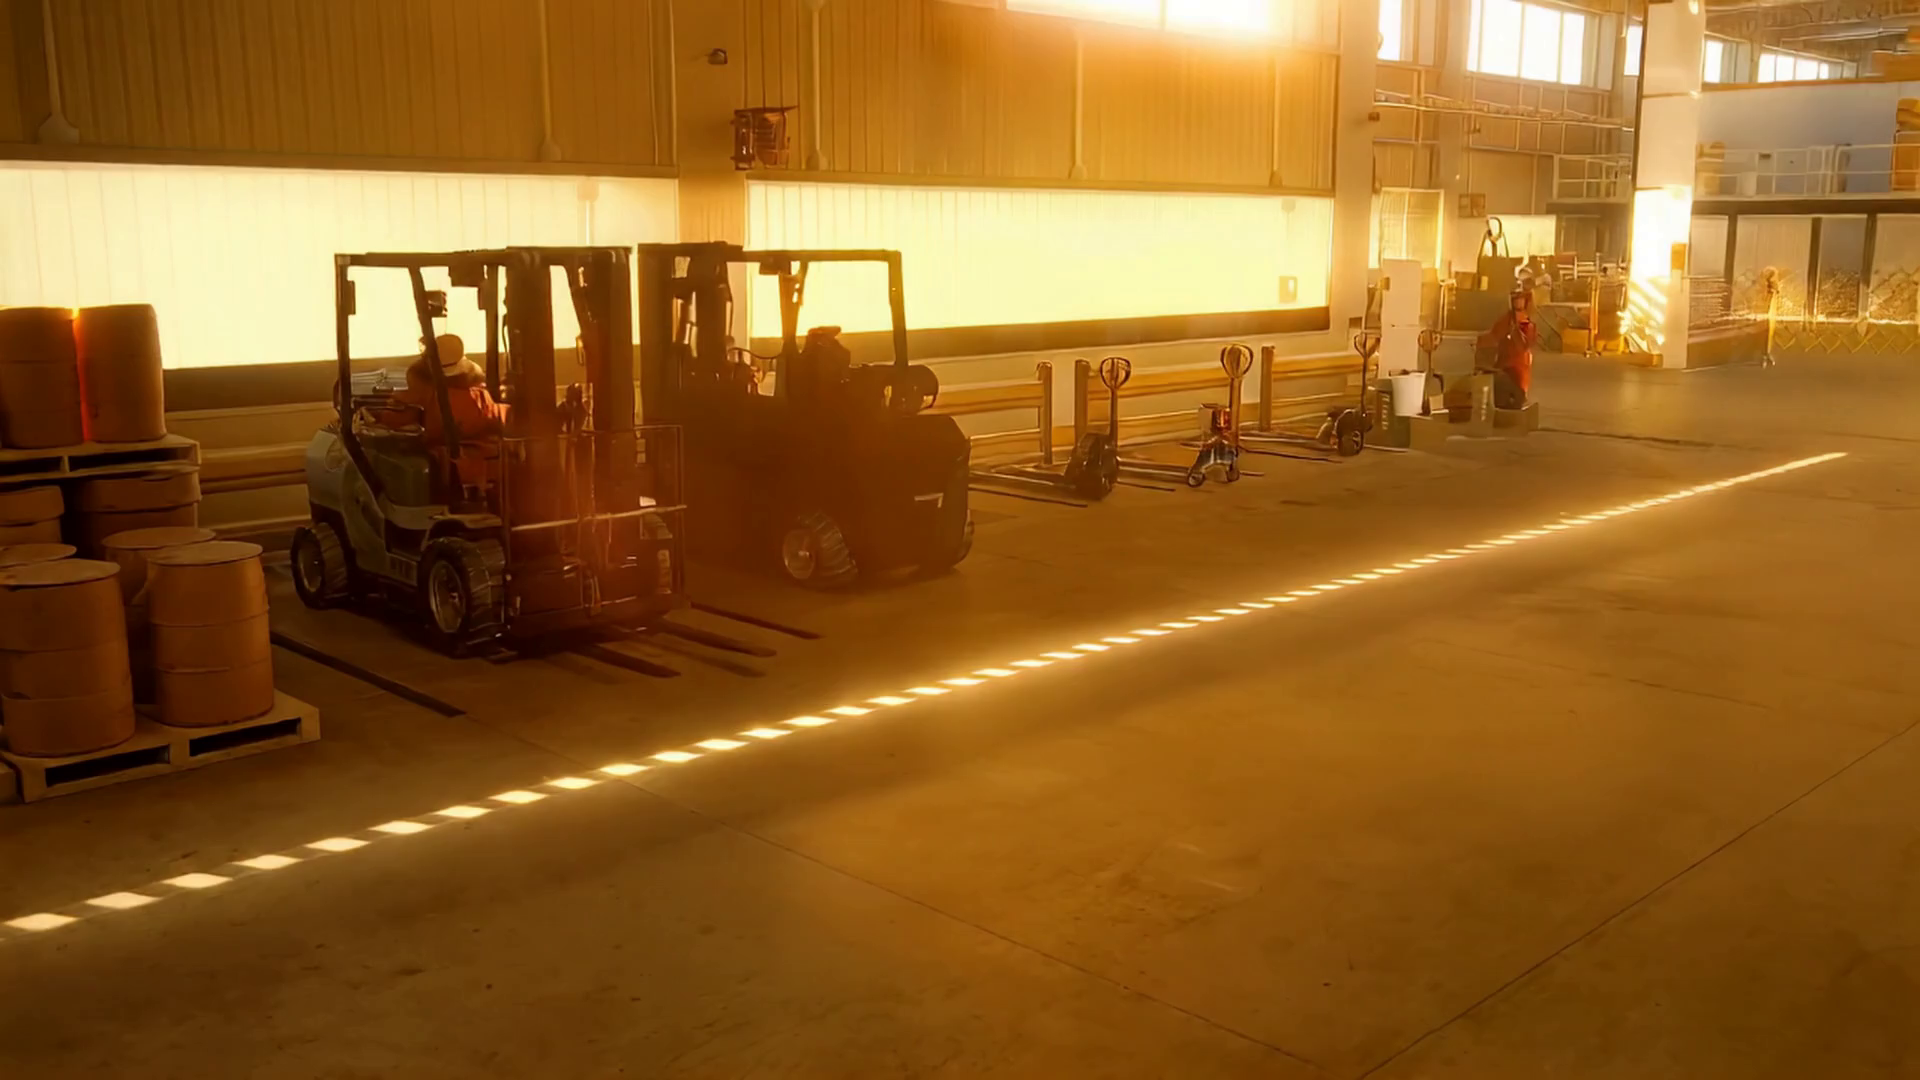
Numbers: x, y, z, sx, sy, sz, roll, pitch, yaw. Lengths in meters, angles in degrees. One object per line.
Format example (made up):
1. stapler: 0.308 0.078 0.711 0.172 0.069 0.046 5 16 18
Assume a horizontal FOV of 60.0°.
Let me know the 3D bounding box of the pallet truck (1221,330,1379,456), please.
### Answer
1. pallet truck: 3.563 -1.581 17.381 0.653 1.274 1.630 -10 14 -44

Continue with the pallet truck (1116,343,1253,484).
1. pallet truck: 1.962 -1.215 15.415 1.522 1.261 0.704 10 14 43

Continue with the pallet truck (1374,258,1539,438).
1. pallet truck: 5.704 -2.208 18.901 1.885 1.965 0.823 10 14 43

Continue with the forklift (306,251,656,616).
1. forklift: -2.833 -0.669 9.694 1.157 1.987 2.680 -10 14 -44

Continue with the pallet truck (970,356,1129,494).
1. pallet truck: 0.784 -1.085 14.876 0.680 1.201 1.601 -10 14 -44

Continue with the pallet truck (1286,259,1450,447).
1. pallet truck: 4.493 -2.078 18.196 0.823 1.965 1.885 -9 14 -40

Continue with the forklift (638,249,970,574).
1. forklift: -1.173 -0.958 11.239 2.680 1.987 1.157 10 14 43
